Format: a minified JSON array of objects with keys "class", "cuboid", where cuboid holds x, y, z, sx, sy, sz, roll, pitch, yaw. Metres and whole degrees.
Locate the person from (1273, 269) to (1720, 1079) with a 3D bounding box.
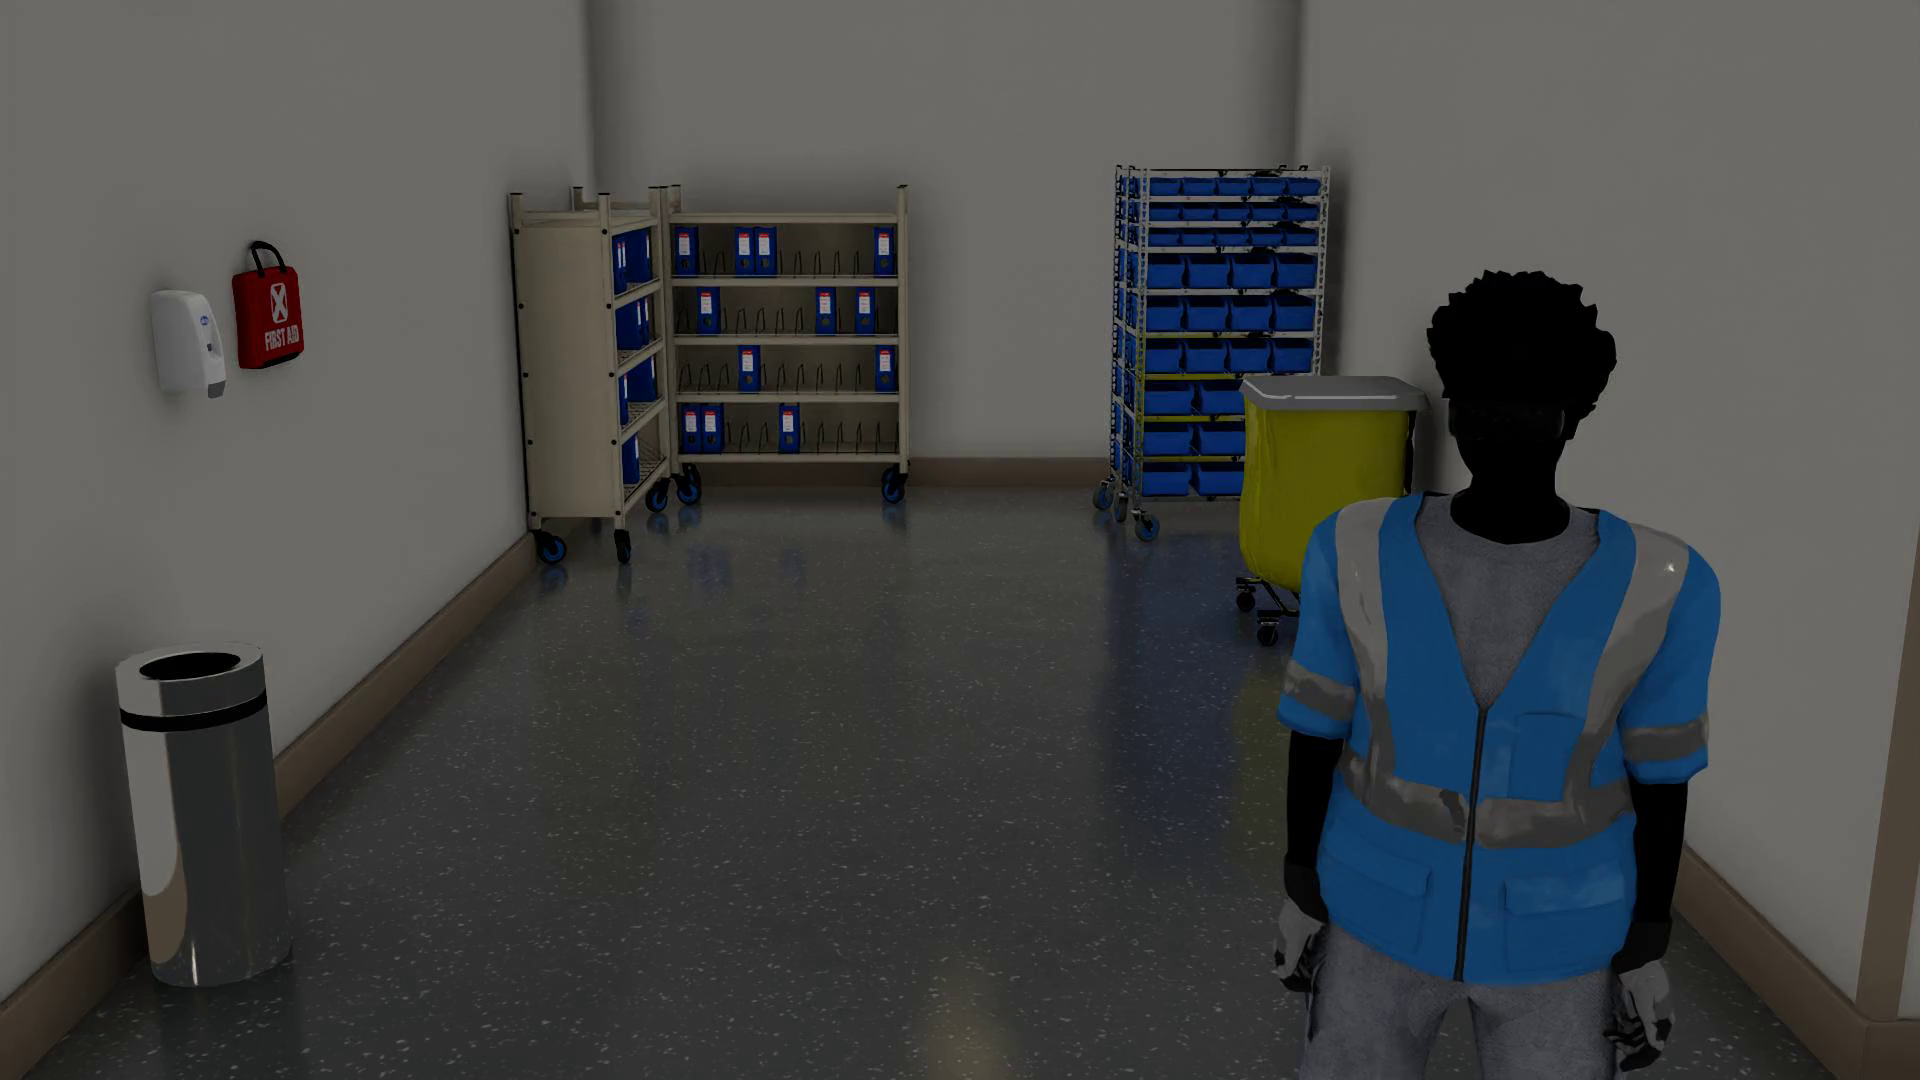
[{"class":"person","cuboid":[0.664,0.504,2.166,0.529,1.697,0.321,5,14,20]}]
